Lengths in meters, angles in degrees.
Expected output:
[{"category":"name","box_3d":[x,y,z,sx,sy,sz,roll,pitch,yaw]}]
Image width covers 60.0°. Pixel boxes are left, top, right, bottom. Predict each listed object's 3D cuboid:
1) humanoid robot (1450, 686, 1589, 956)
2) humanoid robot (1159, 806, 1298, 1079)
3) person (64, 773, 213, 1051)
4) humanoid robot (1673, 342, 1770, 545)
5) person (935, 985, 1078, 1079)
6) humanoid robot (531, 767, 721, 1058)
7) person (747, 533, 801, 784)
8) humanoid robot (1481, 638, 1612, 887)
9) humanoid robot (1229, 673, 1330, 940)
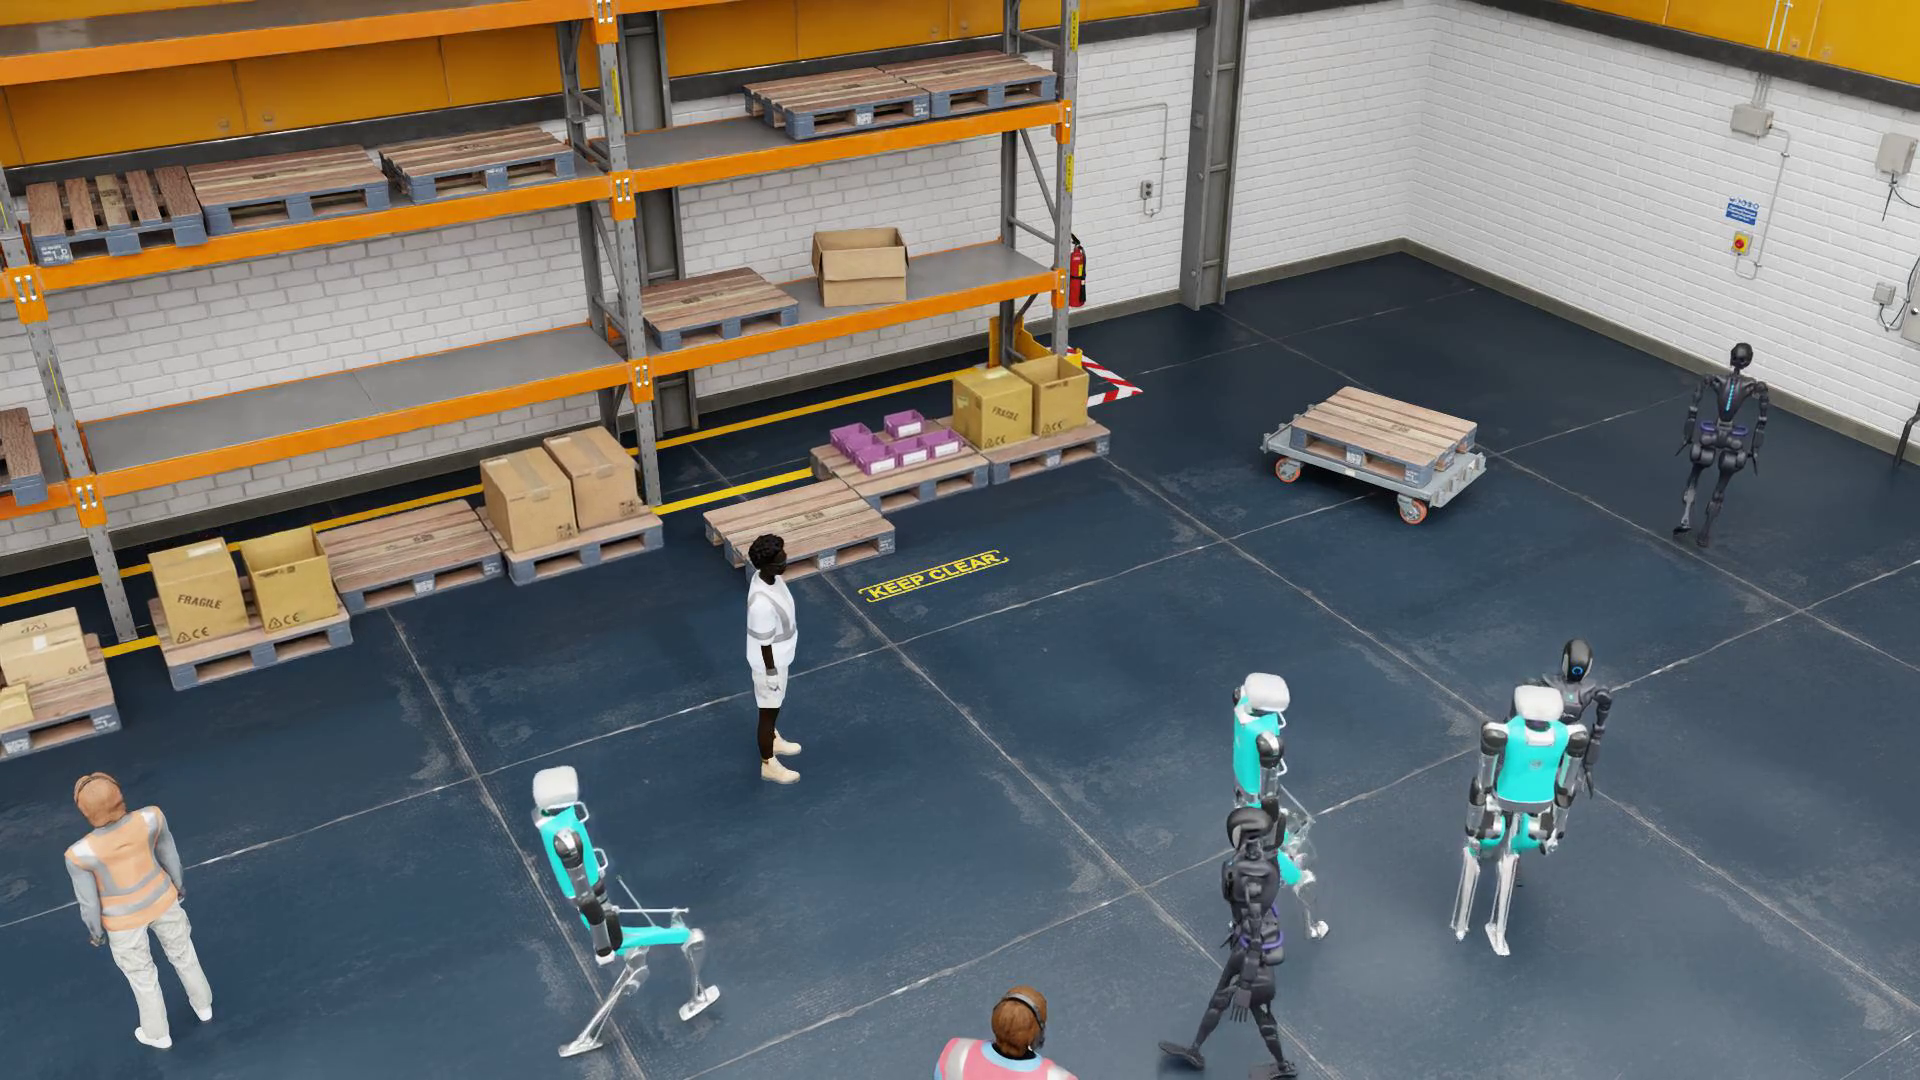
[{"category":"humanoid robot","box_3d":[2.931,1.459,8.928,0.548,1.816,0.686,2,30,3]},{"category":"humanoid robot","box_3d":[1.361,1.994,8.040,0.704,1.633,0.602,1,29,2]},{"category":"person","box_3d":[-4.099,1.851,8.303,0.309,1.638,0.514,22,36,33]},{"category":"humanoid robot","box_3d":[5.882,-0.744,12.858,0.611,1.642,0.335,13,32,22]},{"category":"person","box_3d":[0.212,2.565,6.853,0.628,1.835,0.431,11,31,19]},{"category":"humanoid robot","box_3d":[-1.580,1.819,8.325,1.018,1.773,0.532,-12,32,-21]},{"category":"person","box_3d":[-1.151,0.712,10.260,0.316,1.695,0.540,-1,29,-1]},{"category":"humanoid robot","box_3d":[3.280,1.226,9.381,0.609,1.645,0.375,2,30,3]},{"category":"humanoid robot","box_3d":[1.802,1.501,8.916,0.801,1.880,0.554,-5,30,-8]}]
